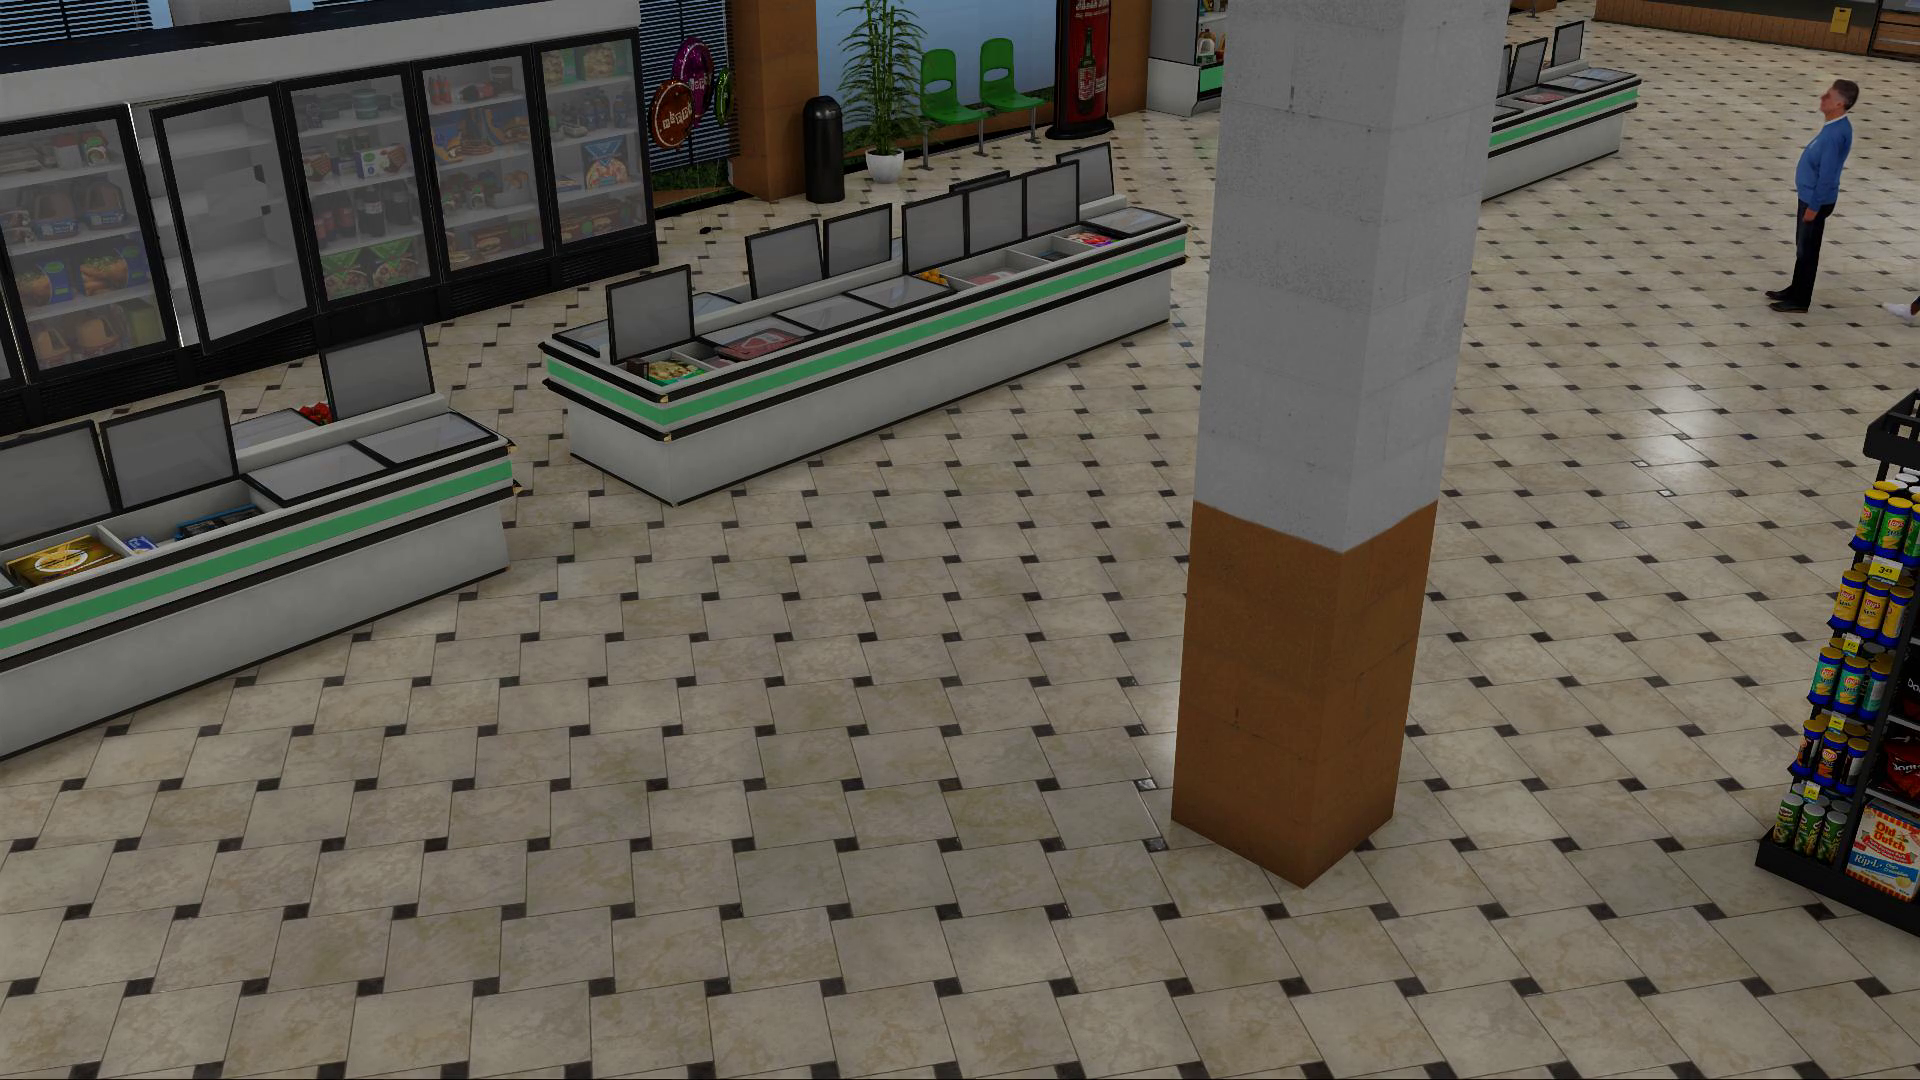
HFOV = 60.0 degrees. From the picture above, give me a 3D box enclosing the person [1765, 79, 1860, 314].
[{"bbox_3d":[6.727,-2.700,13.039,0.789,1.822,0.651,10,29,20],"label":"person"}]
